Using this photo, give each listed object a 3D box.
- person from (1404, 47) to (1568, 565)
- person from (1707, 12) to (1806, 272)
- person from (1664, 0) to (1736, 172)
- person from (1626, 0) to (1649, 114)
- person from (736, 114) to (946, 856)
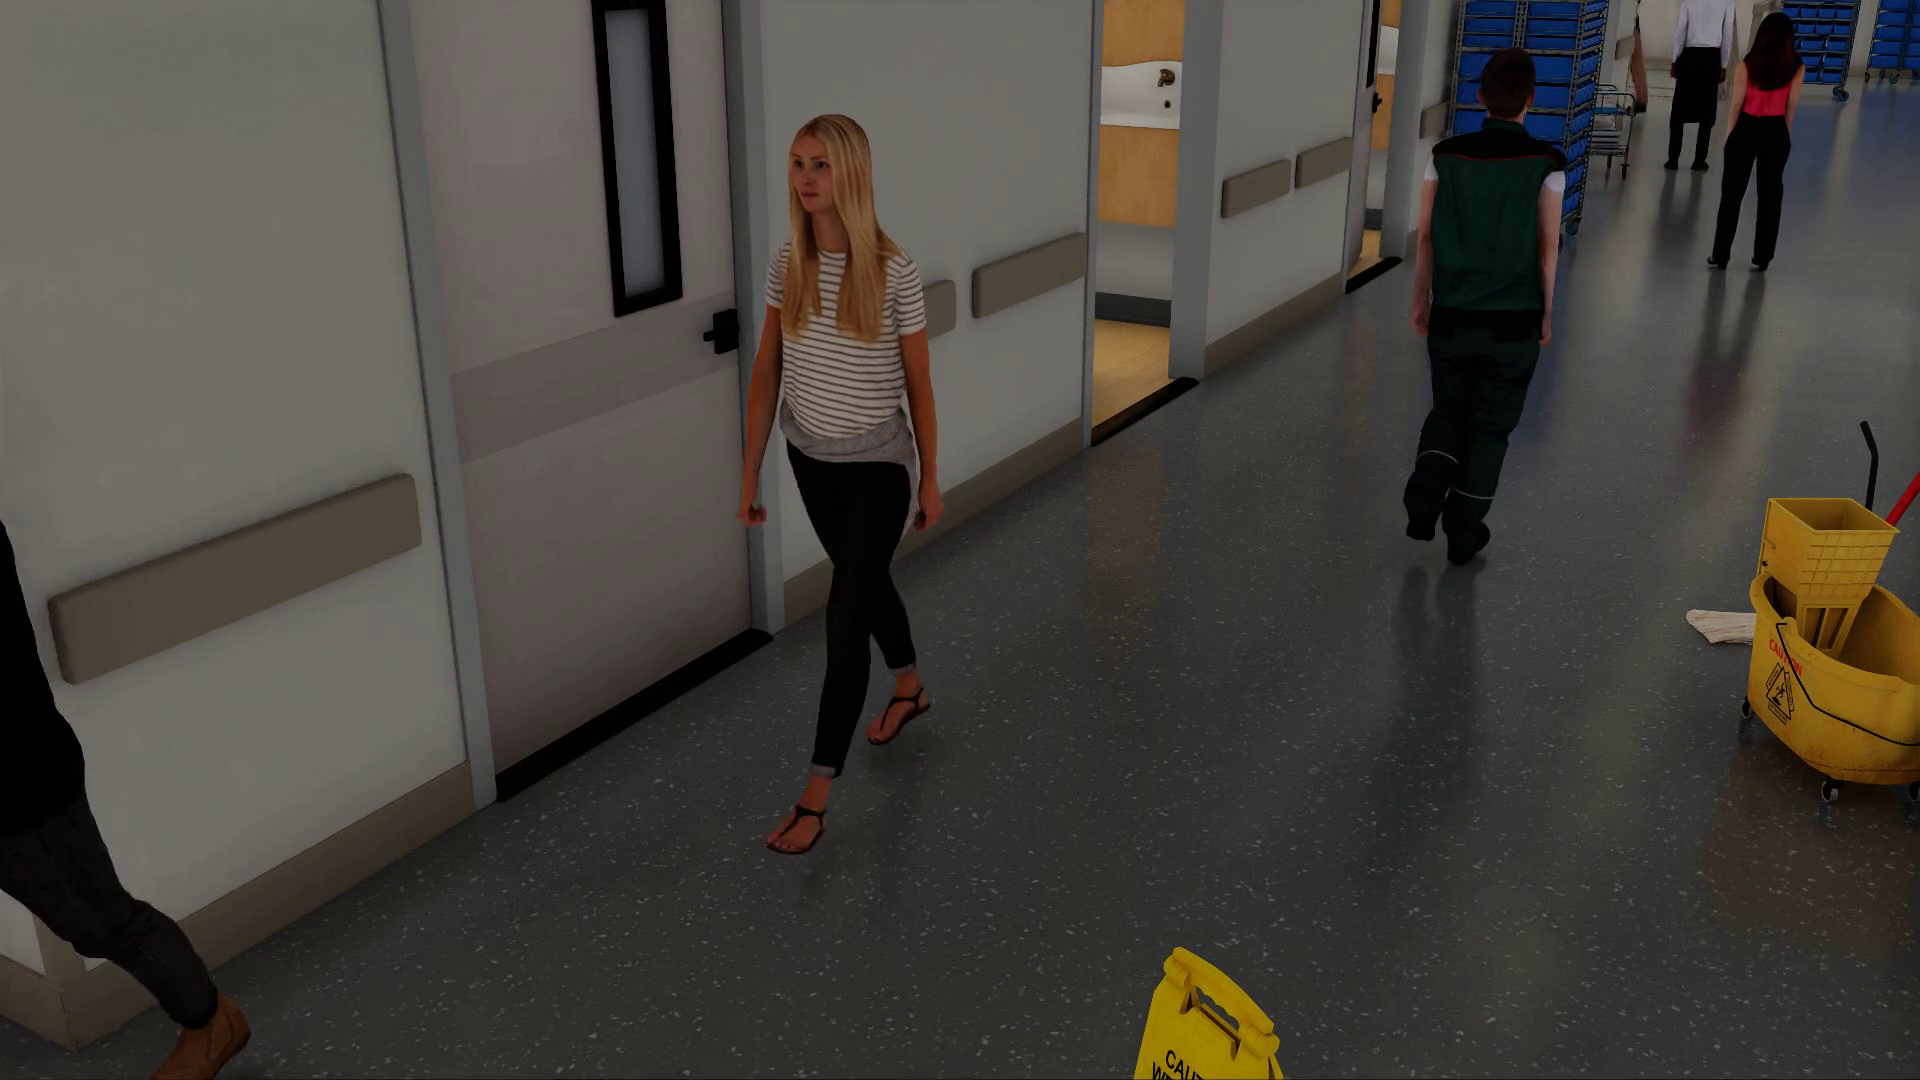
[{"bbox_3d":[1.825,-0.773,5.856,0.670,1.832,0.727,14,25,33],"label":"person"},{"bbox_3d":[5.288,-2.632,11.014,0.643,1.658,0.630,3,21,8],"label":"person"},{"bbox_3d":[6.794,-4.347,15.293,0.649,1.836,0.541,10,23,24],"label":"person"},{"bbox_3d":[7.688,-5.807,19.115,1.306,1.859,1.240,-10,23,-24],"label":"person"},{"bbox_3d":[-0.242,-0.169,4.352,0.664,1.771,1.184,10,23,25],"label":"person"}]
